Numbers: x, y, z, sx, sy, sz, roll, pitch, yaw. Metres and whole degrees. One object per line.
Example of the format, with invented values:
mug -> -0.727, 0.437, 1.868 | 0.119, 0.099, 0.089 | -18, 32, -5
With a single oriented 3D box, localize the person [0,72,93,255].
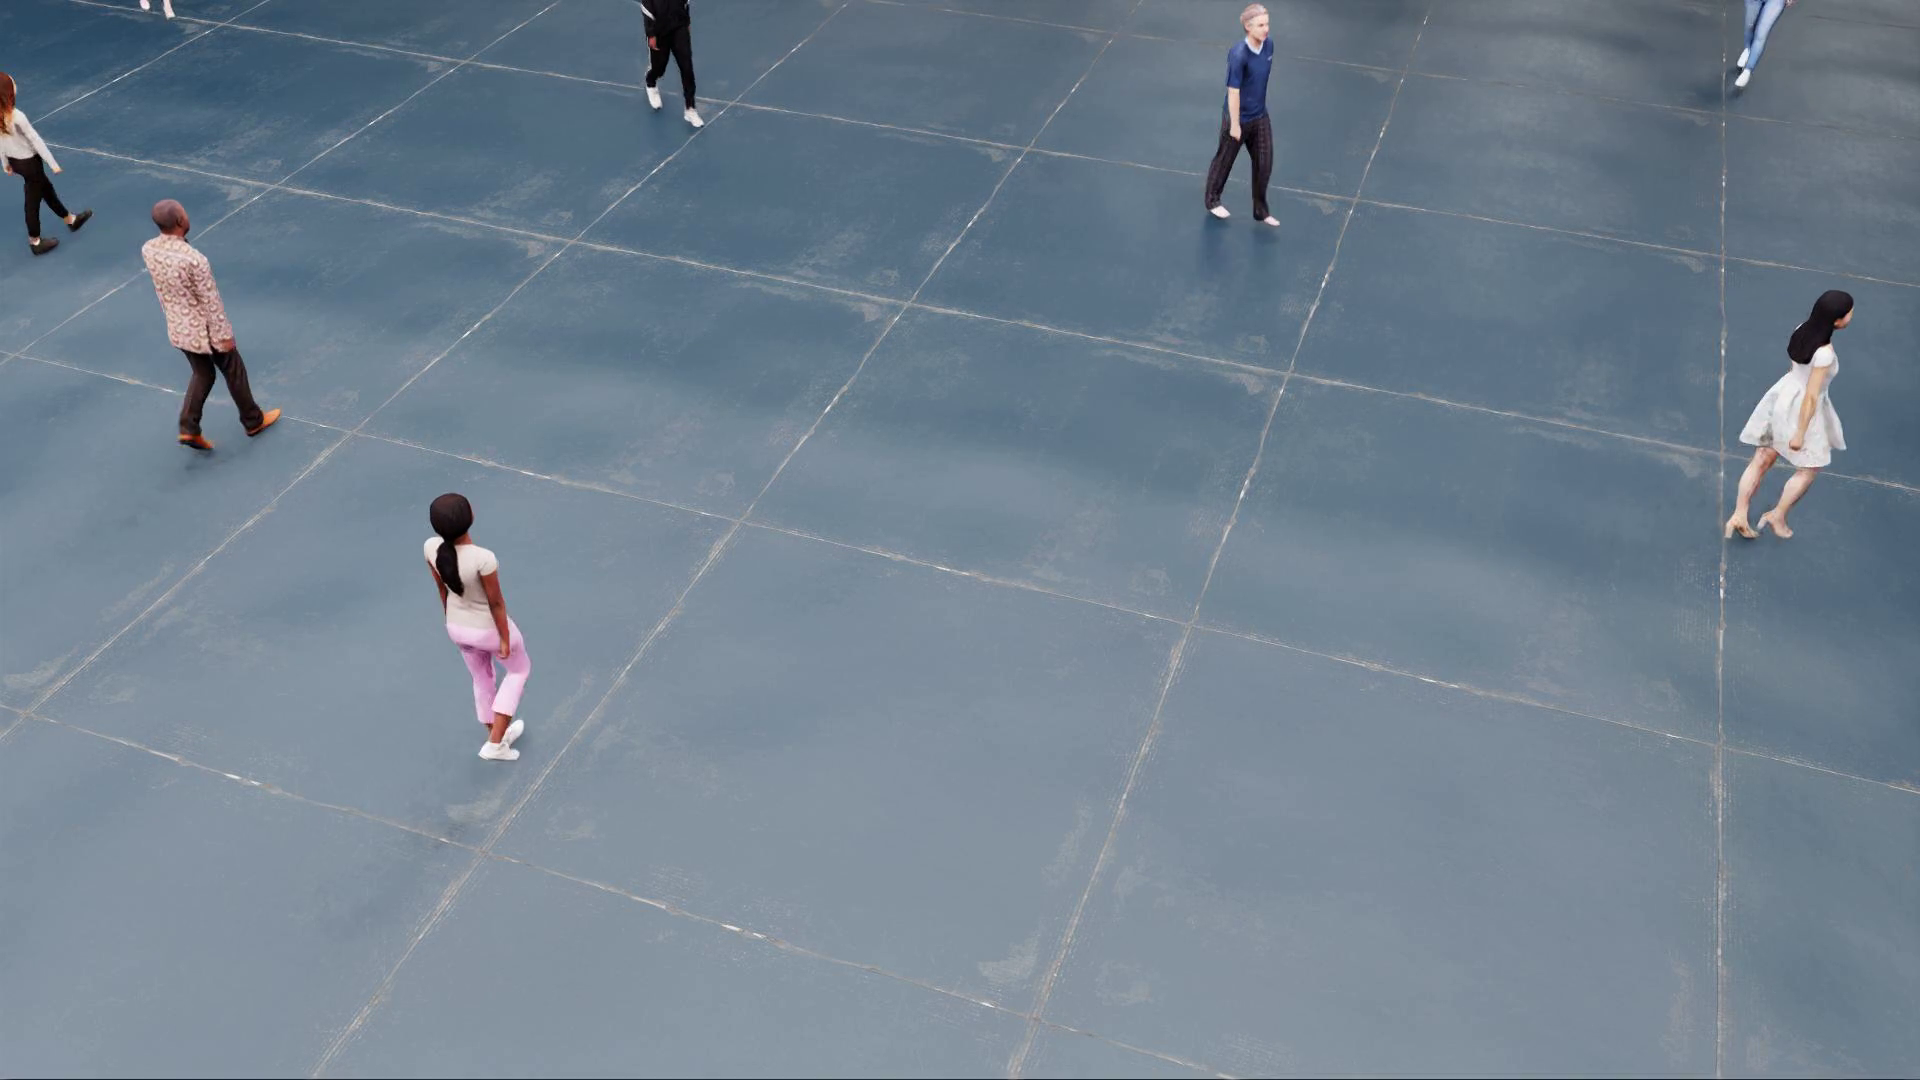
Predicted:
person -> -7.506, -2.967, 13.266 | 0.661, 1.461, 0.891 | 20, 42, 24

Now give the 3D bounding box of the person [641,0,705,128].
person -> -2.740, -4.757, 15.272 | 1.150, 1.807, 1.158 | -19, 42, -23

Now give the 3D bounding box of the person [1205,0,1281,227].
person -> 2.260, -3.495, 13.632 | 1.012, 1.841, 1.016 | -25, 45, -29

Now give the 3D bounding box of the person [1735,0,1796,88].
person -> 7.816, -5.263, 16.096 | 0.835, 1.589, 1.188 | 22, 43, 26

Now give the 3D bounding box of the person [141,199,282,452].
person -> -5.061, -1.363, 10.939 | 0.742, 1.802, 0.992 | 15, 40, 18

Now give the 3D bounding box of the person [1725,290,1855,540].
person -> 4.990, -0.727, 10.157 | 0.838, 1.763, 0.812 | 0, 38, 0

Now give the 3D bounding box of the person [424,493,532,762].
person -> -2.535, 0.519, 8.589 | 0.577, 1.733, 0.688 | 12, 40, 14
